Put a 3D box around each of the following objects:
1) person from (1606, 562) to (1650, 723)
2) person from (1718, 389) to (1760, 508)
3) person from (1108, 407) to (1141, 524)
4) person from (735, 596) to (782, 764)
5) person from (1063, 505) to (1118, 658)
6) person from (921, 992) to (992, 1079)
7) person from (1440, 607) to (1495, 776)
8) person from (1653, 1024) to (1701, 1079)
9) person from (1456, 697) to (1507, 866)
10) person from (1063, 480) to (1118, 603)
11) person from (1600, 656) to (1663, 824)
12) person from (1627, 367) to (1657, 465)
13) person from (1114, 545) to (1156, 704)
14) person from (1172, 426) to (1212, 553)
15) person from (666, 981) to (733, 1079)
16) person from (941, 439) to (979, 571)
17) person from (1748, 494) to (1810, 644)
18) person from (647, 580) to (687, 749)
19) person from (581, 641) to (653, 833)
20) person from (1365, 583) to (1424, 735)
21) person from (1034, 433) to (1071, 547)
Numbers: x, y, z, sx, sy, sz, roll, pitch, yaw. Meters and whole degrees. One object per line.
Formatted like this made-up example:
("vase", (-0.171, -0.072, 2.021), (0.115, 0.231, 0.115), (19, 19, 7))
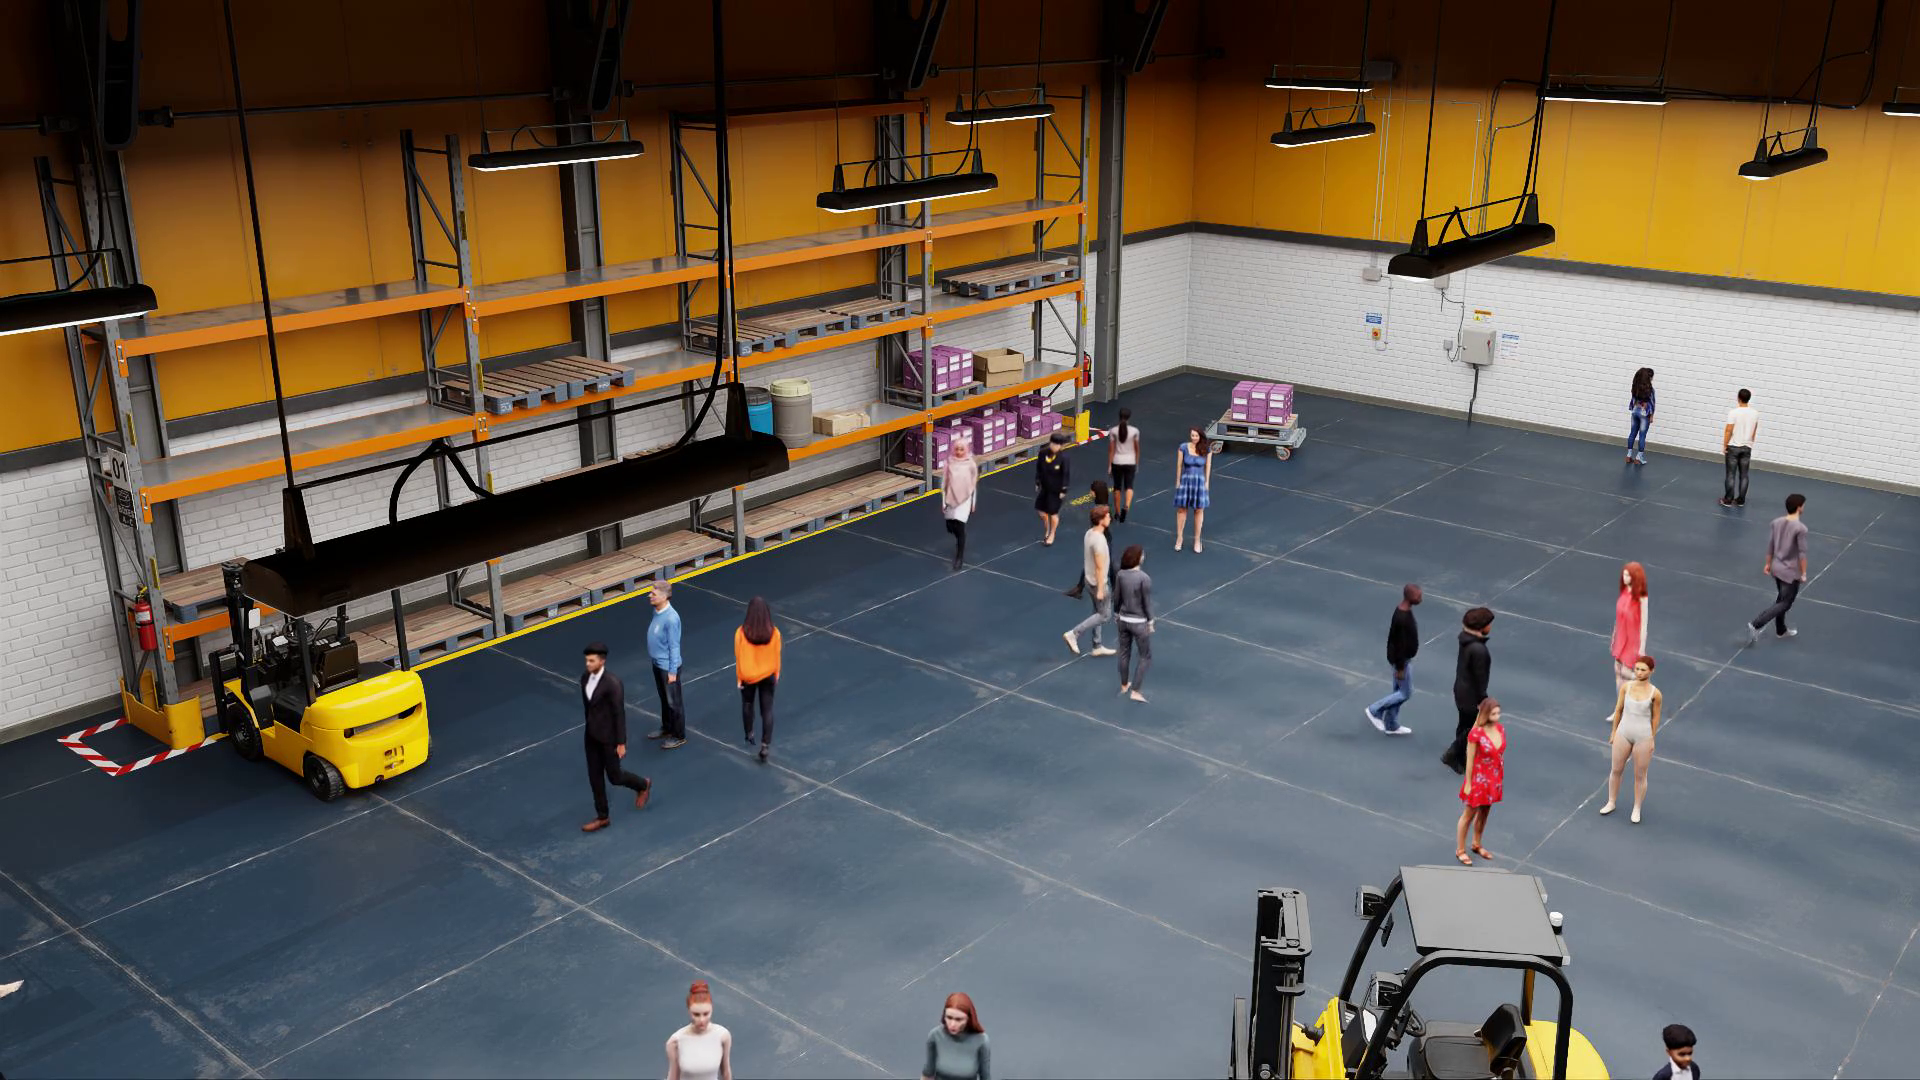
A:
("person", (7.233, 1.101, 17.779), (0.933, 1.810, 0.853), (-6, 19, -16))
("person", (11.827, -1.400, 25.229), (0.719, 1.795, 0.767), (0, 19, -1))
("person", (2.396, -1.055, 24.317), (0.933, 1.724, 1.091), (2, 19, 6))
("person", (-2.030, 1.442, 16.894), (0.929, 1.728, 0.956), (-5, 19, -13))
("person", (1.516, 0.506, 19.434), (1.045, 1.882, 0.979), (-2, 19, -7))
("person", (-0.007, 3.589, 10.580), (0.919, 1.690, 1.227), (5, 19, 14))
("person", (5.033, 1.520, 16.594), (0.913, 1.772, 0.850), (-2, 19, -5))
("person", (4.646, 3.717, 10.940), (0.668, 1.218, 0.720), (-4, 19, -13))
("person", (4.711, 2.151, 15.002), (0.599, 1.593, 0.709), (-9, 21, -25))
("person", (1.896, 0.032, 21.256), (1.072, 1.617, 0.945), (-5, 19, -14))
("person", (6.395, 1.866, 15.768), (0.570, 1.644, 0.497), (12, 22, 32))
("person", (11.261, -2.065, 27.482), (0.671, 1.618, 0.688), (-10, 21, -27))
("person", (1.923, 0.902, 18.437), (0.746, 1.768, 0.728), (11, 21, 29))
("person", (3.241, -0.721, 23.192), (0.757, 1.808, 0.754), (3, 19, 10))
("person", (-1.663, 3.570, 10.546), (1.090, 1.748, 1.098), (-3, 19, -9))
("person", (-0.008, -0.514, 22.615), (0.882, 1.785, 1.076), (5, 19, 13))
("person", (9.837, 0.369, 19.921), (1.168, 1.830, 1.038), (-5, 19, -15))
("person", (-3.050, 1.258, 17.296), (0.675, 1.820, 0.716), (-12, 22, -31))
("person", (-3.273, 1.802, 15.612), (0.691, 1.864, 0.979), (15, 24, 38))
("person", (4.536, 1.263, 17.416), (0.871, 1.736, 0.809), (3, 19, 9))
("person", (1.343, -0.719, 23.421), (0.742, 1.658, 0.672), (13, 23, 35))
